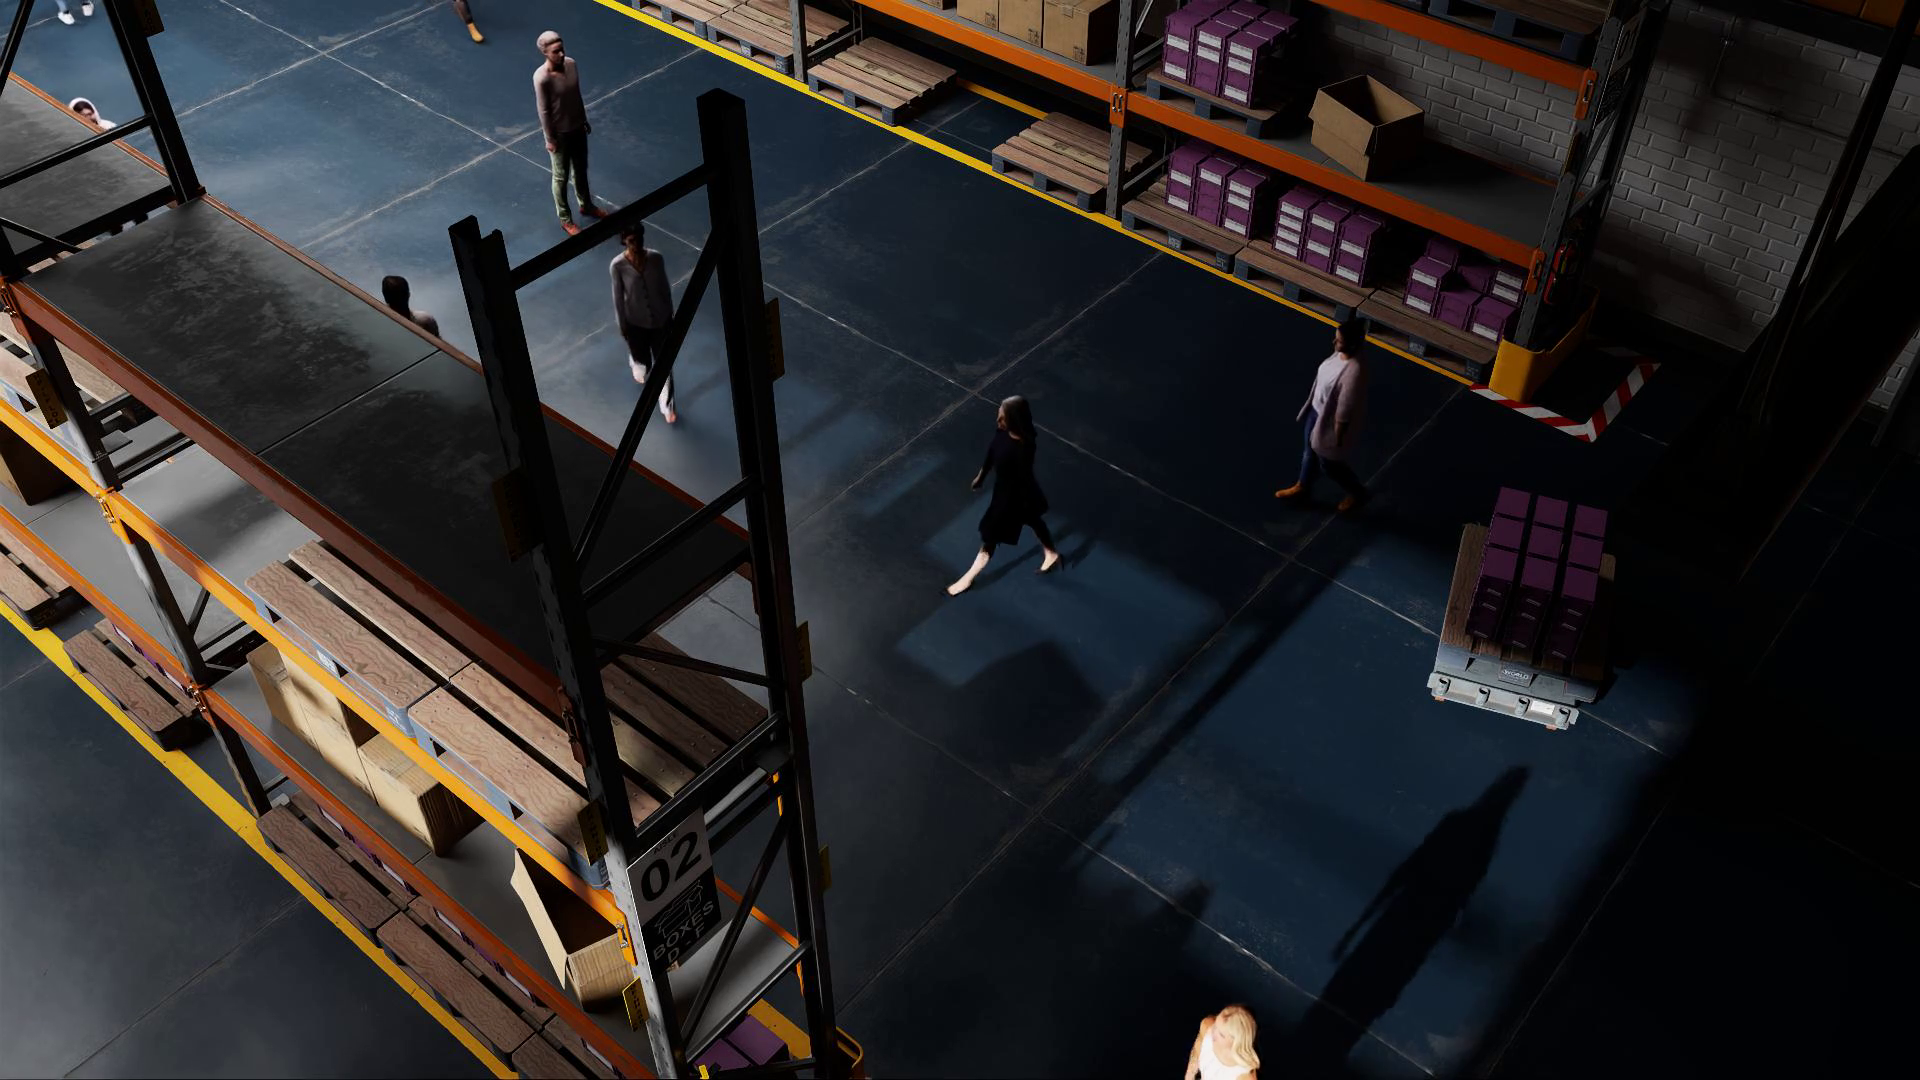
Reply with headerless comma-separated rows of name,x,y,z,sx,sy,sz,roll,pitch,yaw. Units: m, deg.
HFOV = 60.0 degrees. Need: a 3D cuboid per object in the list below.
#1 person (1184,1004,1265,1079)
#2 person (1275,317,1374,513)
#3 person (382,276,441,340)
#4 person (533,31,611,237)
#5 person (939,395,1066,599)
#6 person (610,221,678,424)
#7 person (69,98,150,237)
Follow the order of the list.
person,1.349,2.752,8.078,0.892,1.791,0.869,-15,46,-15
person,2.770,-0.872,11.926,1.070,1.730,0.985,0,44,0
person,-3.962,-1.139,12.235,0.770,1.690,1.096,-27,50,-25
person,-3.491,-3.624,14.711,0.633,1.873,0.713,23,48,22
person,0.446,-0.315,11.365,1.113,1.697,1.186,-11,45,-11
person,-2.437,-1.741,12.817,0.813,1.759,0.957,-17,46,-18
person,-7.373,-3.093,14.348,0.969,1.604,0.630,30,51,27
